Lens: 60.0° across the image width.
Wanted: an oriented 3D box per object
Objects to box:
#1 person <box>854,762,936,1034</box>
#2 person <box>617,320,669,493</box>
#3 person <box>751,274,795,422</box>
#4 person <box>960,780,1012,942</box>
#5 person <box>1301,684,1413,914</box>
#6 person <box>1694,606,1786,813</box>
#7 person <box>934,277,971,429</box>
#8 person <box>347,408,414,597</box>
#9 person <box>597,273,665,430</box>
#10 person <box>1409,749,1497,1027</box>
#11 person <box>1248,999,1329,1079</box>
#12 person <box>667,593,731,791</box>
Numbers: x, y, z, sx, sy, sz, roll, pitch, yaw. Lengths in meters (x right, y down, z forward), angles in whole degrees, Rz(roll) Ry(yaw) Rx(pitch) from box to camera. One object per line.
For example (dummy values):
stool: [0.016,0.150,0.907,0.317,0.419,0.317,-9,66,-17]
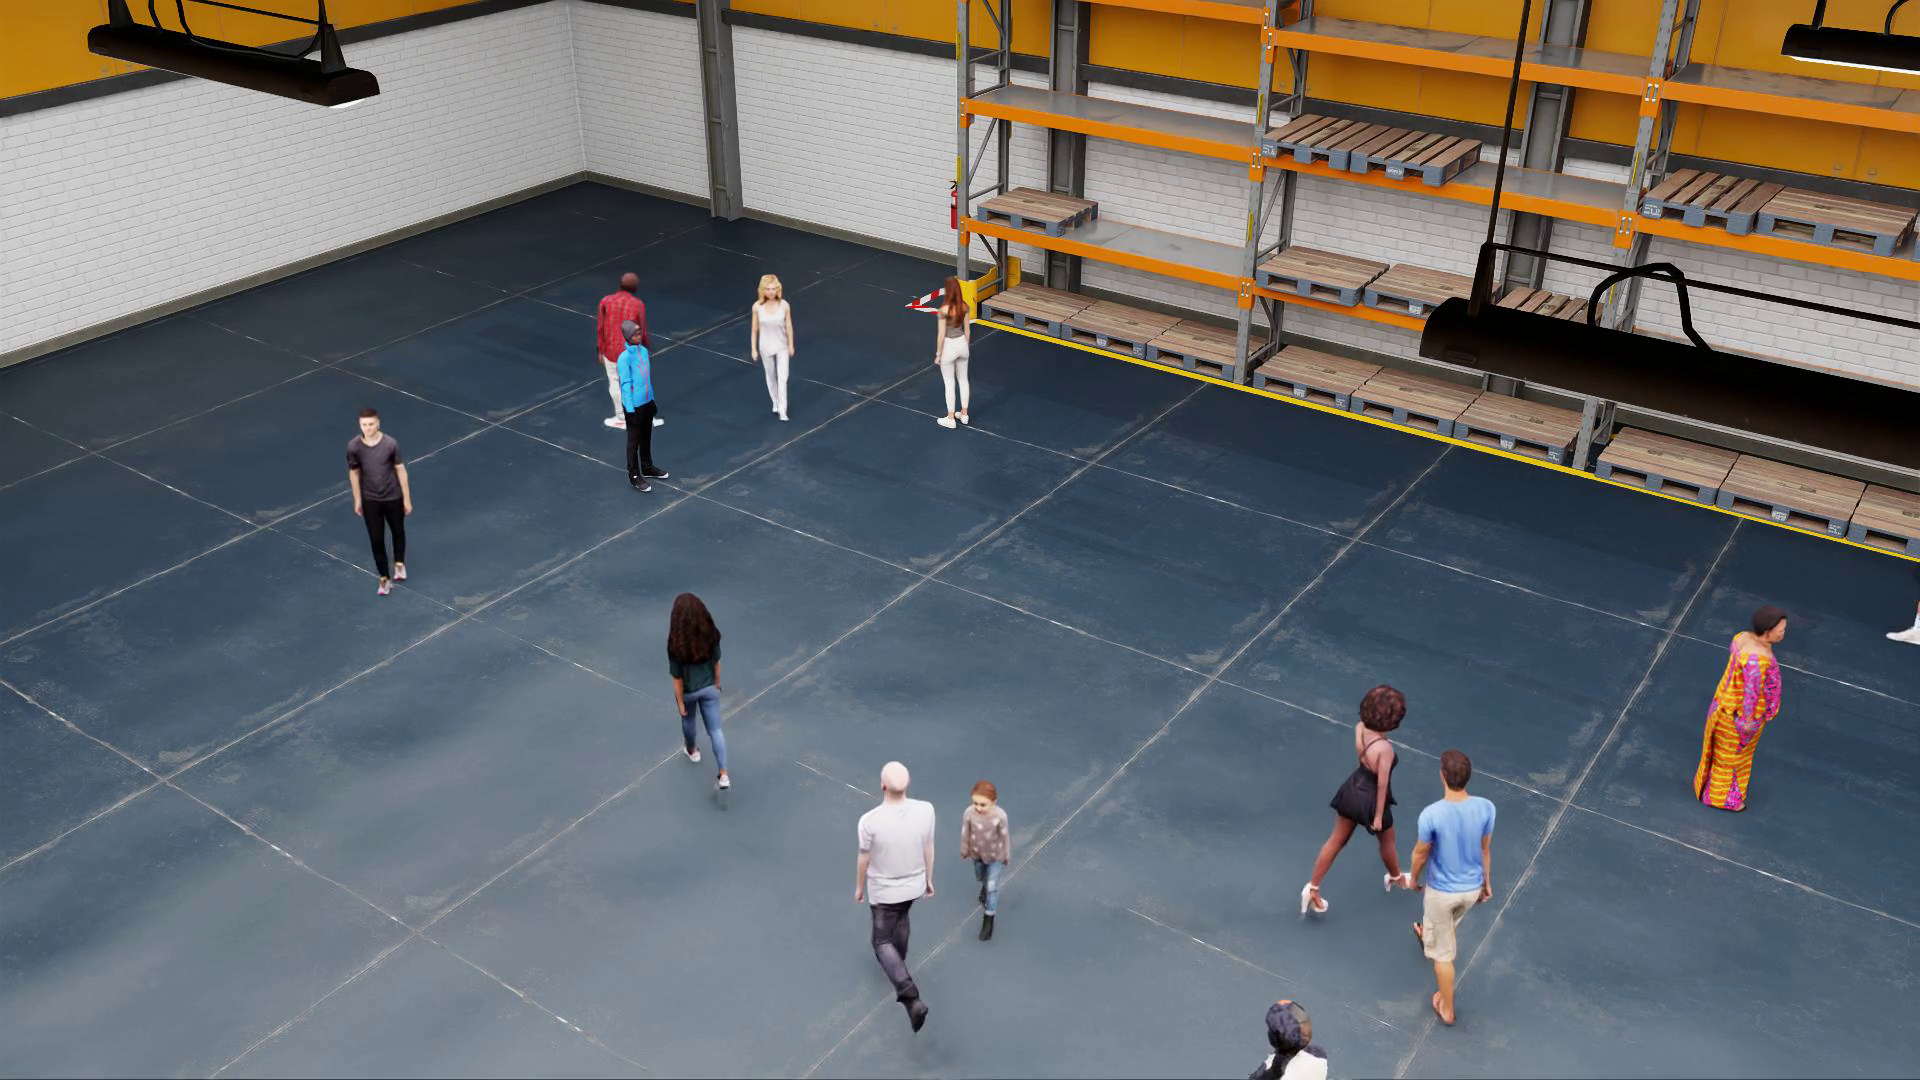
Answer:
person: [-0.369,2.222,10.341,1.003,1.798,1.242,-14,32,-24]
person: [-3.300,-1.398,16.982,0.612,1.794,0.650,12,31,20]
person: [-2.080,-2.197,18.595,0.961,1.652,0.987,-2,29,-3]
person: [0.194,2.083,11.245,0.792,1.177,0.705,9,30,15]
person: [2.633,1.807,11.176,1.011,1.728,1.132,-12,31,-20]
person: [5.812,1.204,12.321,0.775,1.691,0.745,6,29,11]
person: [-0.062,-2.064,18.282,0.656,1.719,0.634,-18,33,-29]
person: [-5.290,-0.429,15.253,0.920,1.749,0.995,-8,30,-14]
person: [-3.731,-2.059,18.199,0.842,1.789,0.928,-11,30,-19]
person: [3.091,2.217,10.323,1.102,1.824,1.172,-4,29,-8]
person: [1.691,3.189,8.509,0.998,1.854,1.193,-14,31,-23]
person: [-1.936,1.162,12.505,0.926,1.587,1.167,-14,31,-23]
